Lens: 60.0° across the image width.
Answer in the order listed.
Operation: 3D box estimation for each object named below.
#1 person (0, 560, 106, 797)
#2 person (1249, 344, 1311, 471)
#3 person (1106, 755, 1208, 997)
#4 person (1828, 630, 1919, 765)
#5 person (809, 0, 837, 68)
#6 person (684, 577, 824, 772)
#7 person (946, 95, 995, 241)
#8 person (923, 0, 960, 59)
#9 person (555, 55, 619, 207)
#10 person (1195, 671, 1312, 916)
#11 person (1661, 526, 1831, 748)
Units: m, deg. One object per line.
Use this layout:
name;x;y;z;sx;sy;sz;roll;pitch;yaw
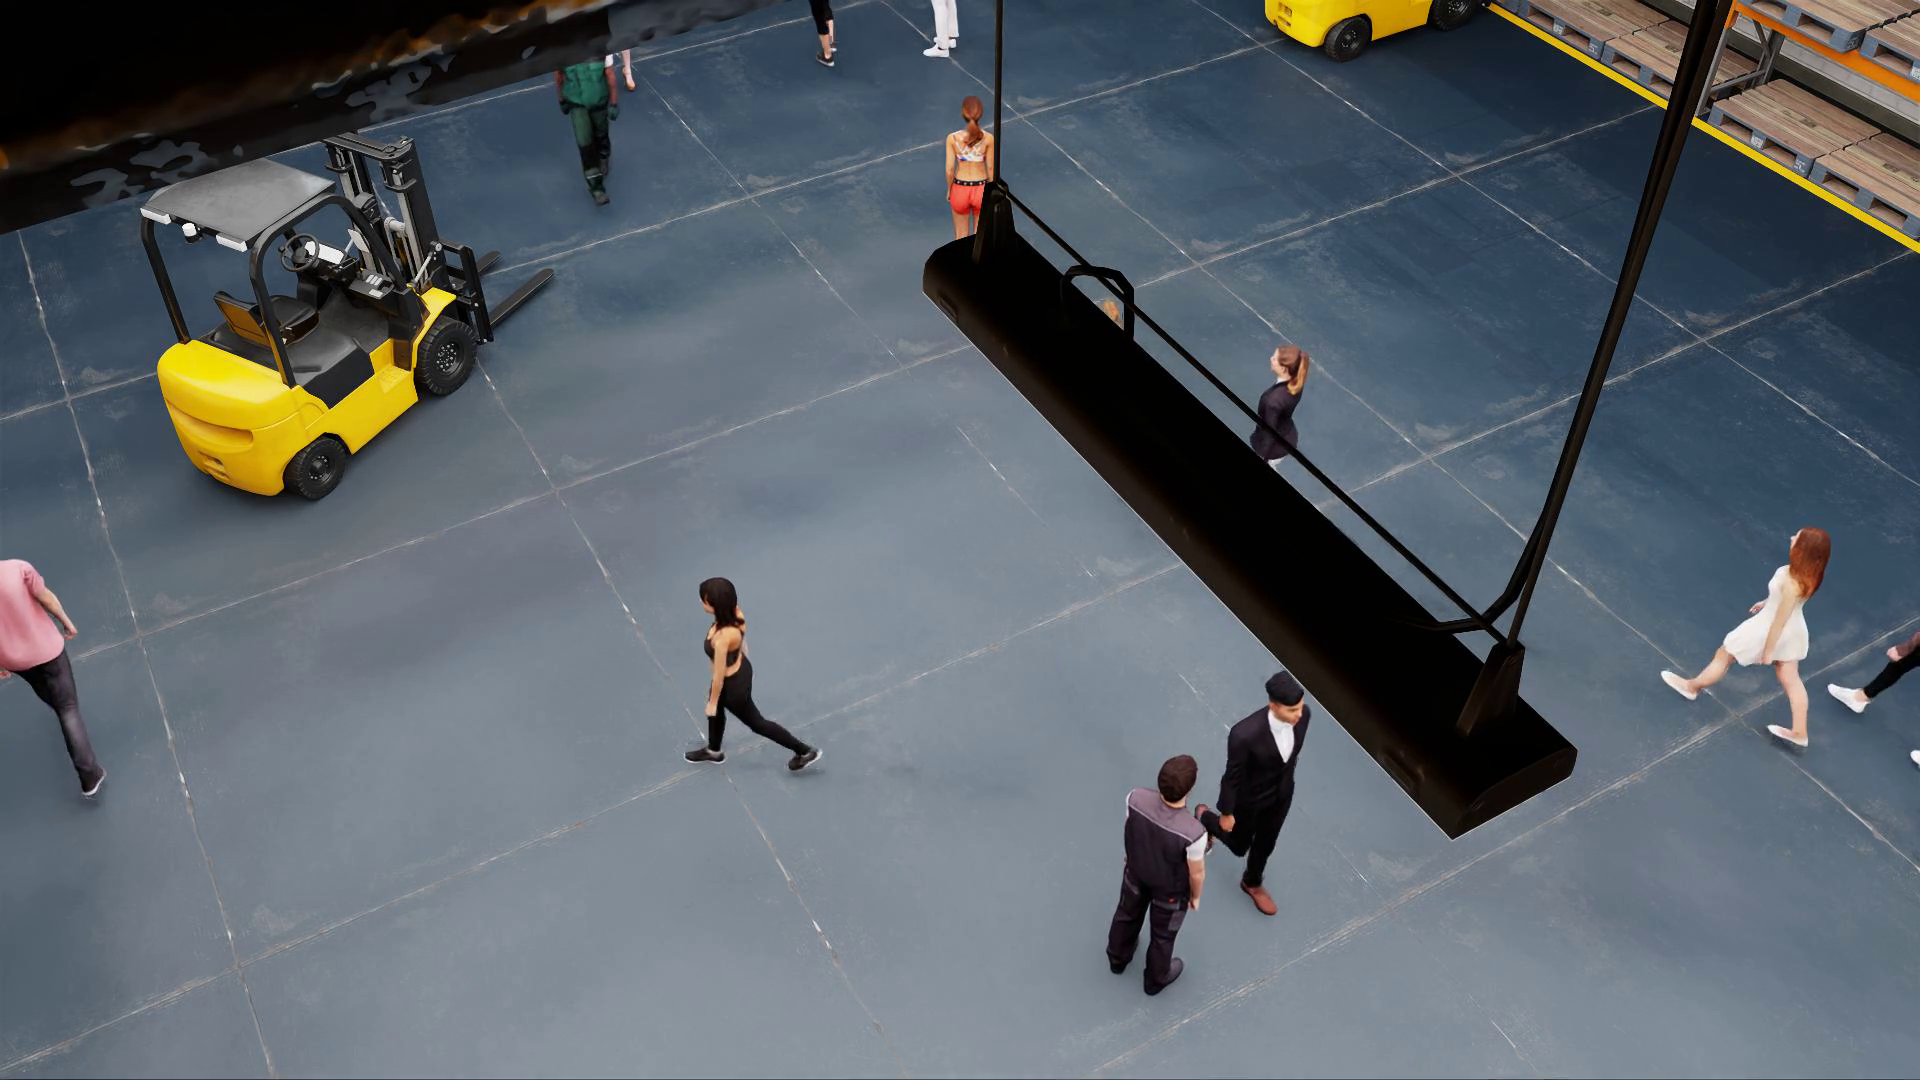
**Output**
person;-5.567;0.740;9.977;0.734;1.906;1.259;-16;46;-16
person;2.239;-0.597;11.516;0.887;1.718;0.774;22;48;22
person;1.053;1.798;8.910;0.651;1.845;0.787;28;50;26
person;6.046;0.740;10.152;0.765;1.663;1.154;-31;52;-29
person;-1.353;-5.608;16.783;0.632;1.709;0.681;-31;51;-28
person;-1.274;0.880;10.049;0.957;1.603;1.103;-1;44;-1
person;0.093;-2.875;13.853;0.675;1.792;0.715;2;44;2
person;-0.184;-5.823;16.924;0.809;1.825;0.806;18;47;18
person;-3.354;-3.963;15.014;0.952;1.766;1.308;-7;44;-8
person;1.631;1.394;9.420;0.720;1.727;0.942;-20;47;-20
person;5.132;0.617;10.281;0.716;1.664;1.219;-31;51;-28
